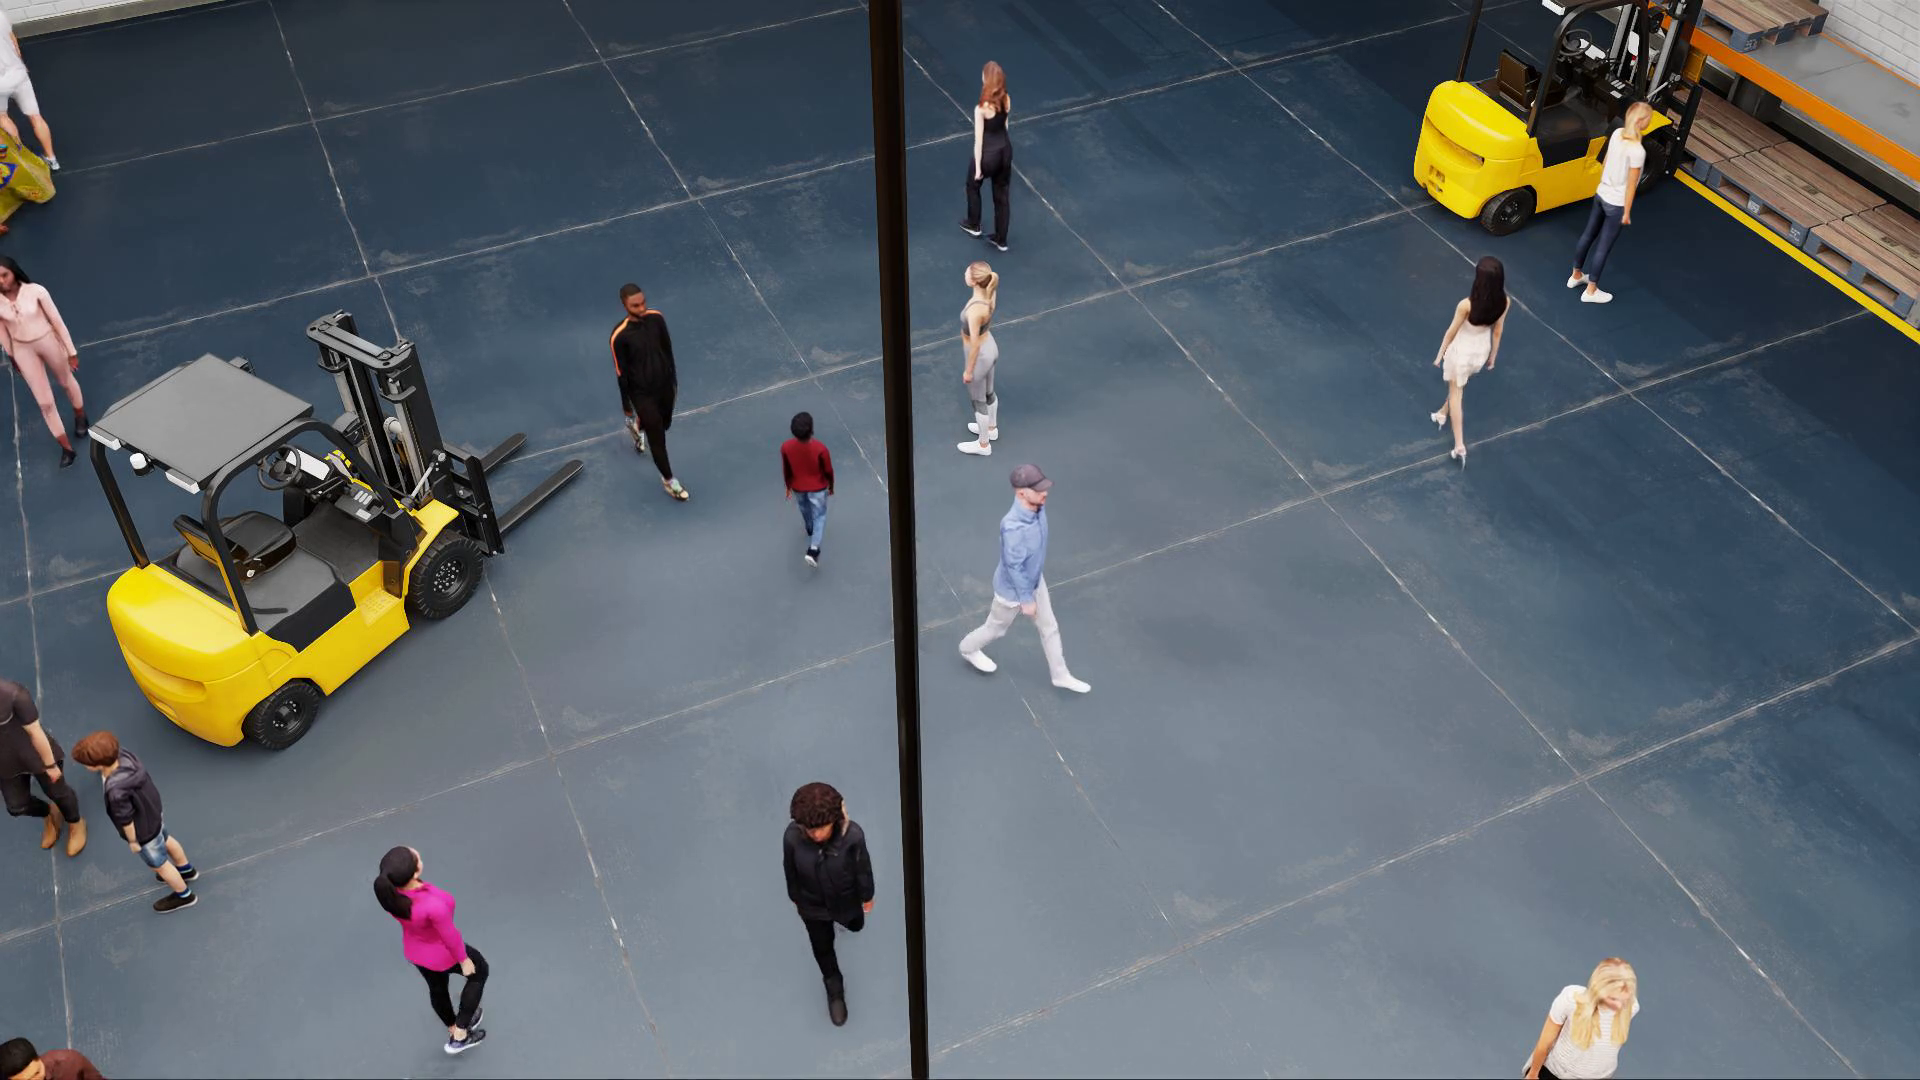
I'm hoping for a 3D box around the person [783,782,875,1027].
[{"bbox_3d":[-0.710,1.846,9.095,0.830,1.753,1.138,-6,44,-6],"label":"person"}]

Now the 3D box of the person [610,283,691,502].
[{"bbox_3d":[-2.325,-1.138,12.204,0.863,1.785,1.147,-33,53,-30],"label":"person"}]

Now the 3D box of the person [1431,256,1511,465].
[{"bbox_3d":[3.812,-1.318,12.445,0.726,1.712,0.943,-8,44,-8],"label":"person"}]

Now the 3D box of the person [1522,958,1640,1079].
[{"bbox_3d":[3.009,2.603,8.248,0.652,1.825,0.628,-5,44,-5],"label":"person"}]

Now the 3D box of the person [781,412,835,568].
[{"bbox_3d":[-1.082,-0.364,11.786,0.766,1.241,0.901,5,44,5],"label":"person"}]

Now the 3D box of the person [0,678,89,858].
[{"bbox_3d":[-5.516,1.194,9.820,0.694,1.697,0.683,-2,44,-2],"label":"person"}]

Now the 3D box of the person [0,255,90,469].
[{"bbox_3d":[-6.959,-1.467,12.612,0.677,1.699,0.964,-15,46,-15],"label":"person"}]

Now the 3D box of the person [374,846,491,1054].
[{"bbox_3d":[-2.808,2.224,8.748,0.724,1.695,0.789,18,46,18],"label":"person"}]

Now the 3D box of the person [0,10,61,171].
[{"bbox_3d":[-8.814,-4.263,15.447,0.915,1.836,0.858,30,51,28],"label":"person"}]

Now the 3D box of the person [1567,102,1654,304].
[{"bbox_3d":[5.468,-2.843,13.977,0.702,1.808,0.524,-9,44,-9],"label":"person"}]

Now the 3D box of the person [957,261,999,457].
[{"bbox_3d":[0.156,-1.369,12.506,0.700,1.702,0.641,14,45,14],"label":"person"}]

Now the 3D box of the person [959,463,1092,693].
[{"bbox_3d":[0.305,0.246,10.706,1.257,1.848,1.096,20,47,20],"label":"person"}]

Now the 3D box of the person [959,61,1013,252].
[{"bbox_3d":[0.348,-3.303,14.521,0.708,1.723,0.876,-28,50,-26],"label":"person"}]

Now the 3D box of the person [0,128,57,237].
[{"bbox_3d":[-8.707,-3.451,14.769,1.099,1.607,1.417,-1,44,-1],"label":"person"}]

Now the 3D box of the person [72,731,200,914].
[{"bbox_3d":[-4.720,1.601,9.574,0.629,1.447,0.499,-10,44,-10],"label":"person"}]
